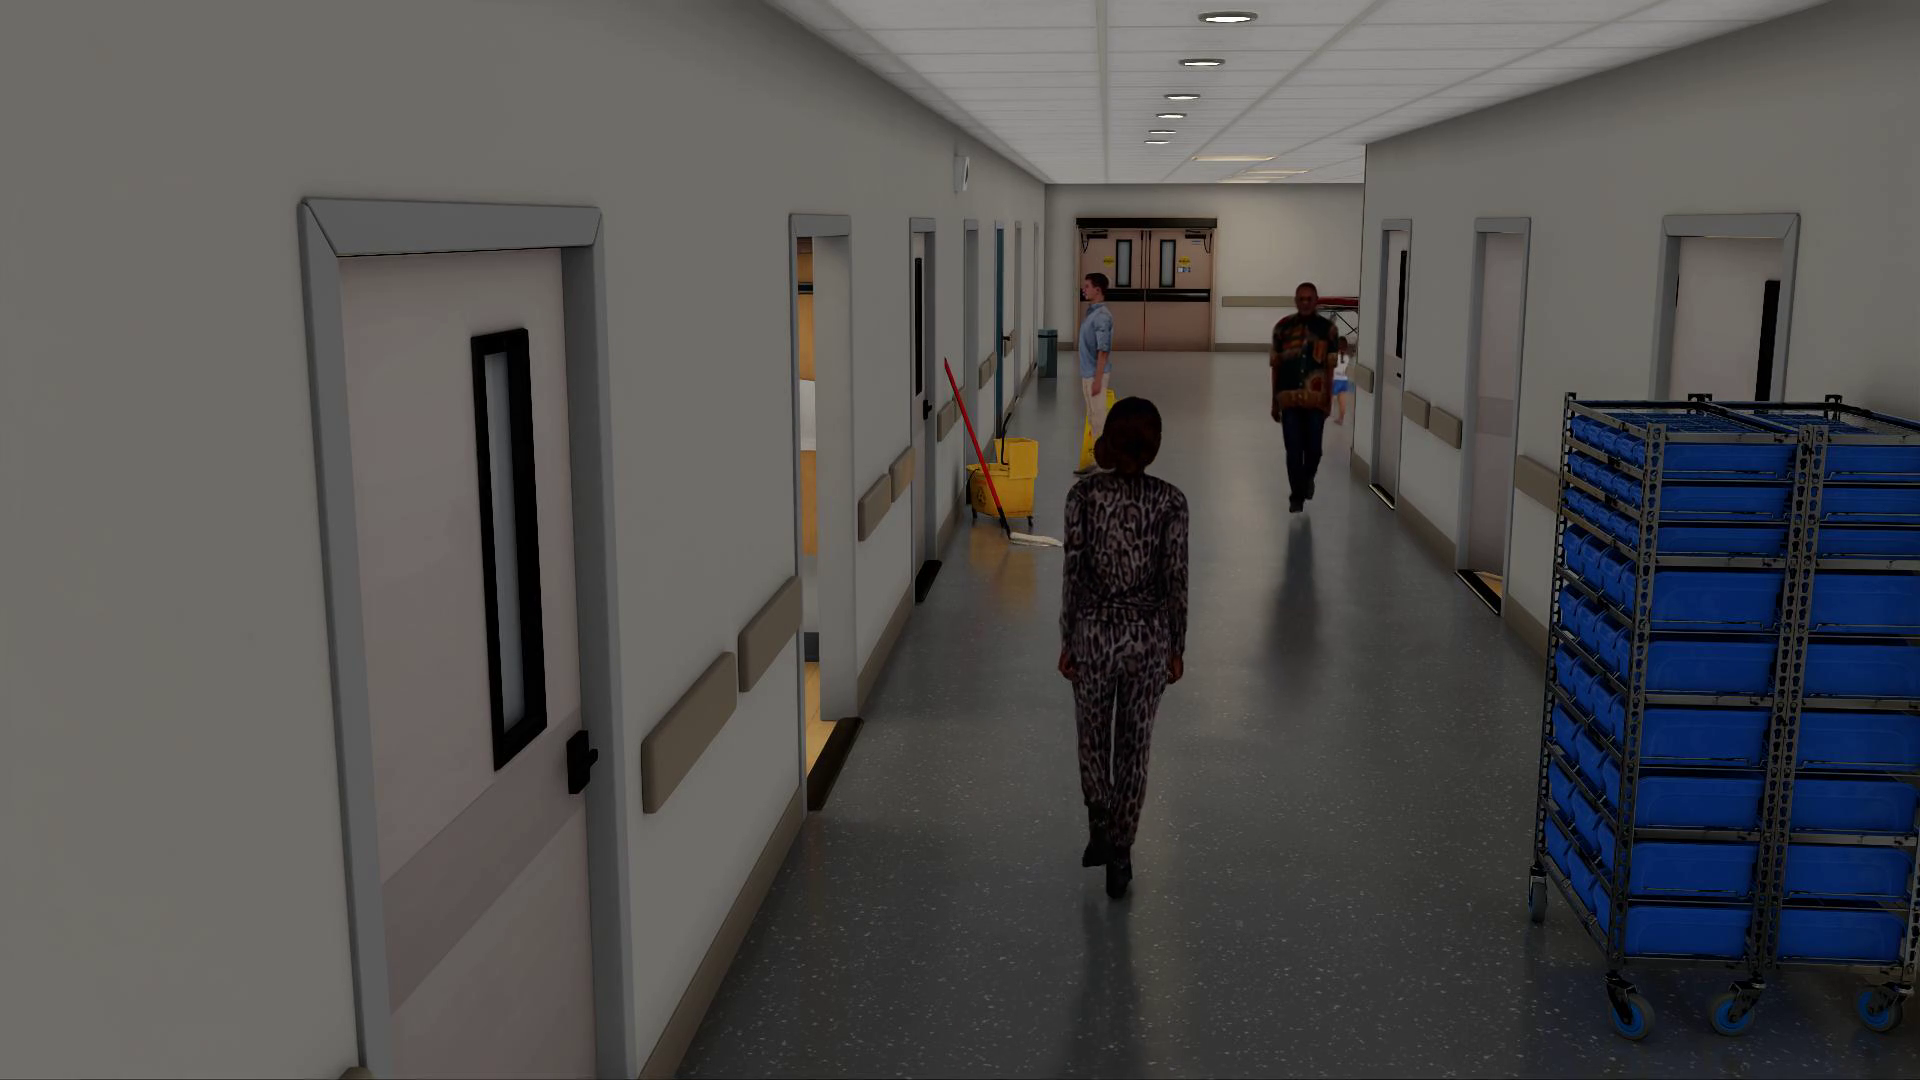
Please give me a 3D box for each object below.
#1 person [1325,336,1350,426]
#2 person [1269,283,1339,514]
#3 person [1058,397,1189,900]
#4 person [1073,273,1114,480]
[{"bbox_3d":[4.354,-1.818,19.030,0.588,1.008,0.685,-5,12,-24],"label":"person"},{"bbox_3d":[2.700,-1.120,13.134,0.732,1.794,0.906,2,11,11],"label":"person"},{"bbox_3d":[0.530,0.388,5.542,0.596,1.702,0.635,2,11,8],"label":"person"},{"bbox_3d":[1.228,-1.481,15.001,0.751,1.847,0.538,-1,11,-5],"label":"person"}]
